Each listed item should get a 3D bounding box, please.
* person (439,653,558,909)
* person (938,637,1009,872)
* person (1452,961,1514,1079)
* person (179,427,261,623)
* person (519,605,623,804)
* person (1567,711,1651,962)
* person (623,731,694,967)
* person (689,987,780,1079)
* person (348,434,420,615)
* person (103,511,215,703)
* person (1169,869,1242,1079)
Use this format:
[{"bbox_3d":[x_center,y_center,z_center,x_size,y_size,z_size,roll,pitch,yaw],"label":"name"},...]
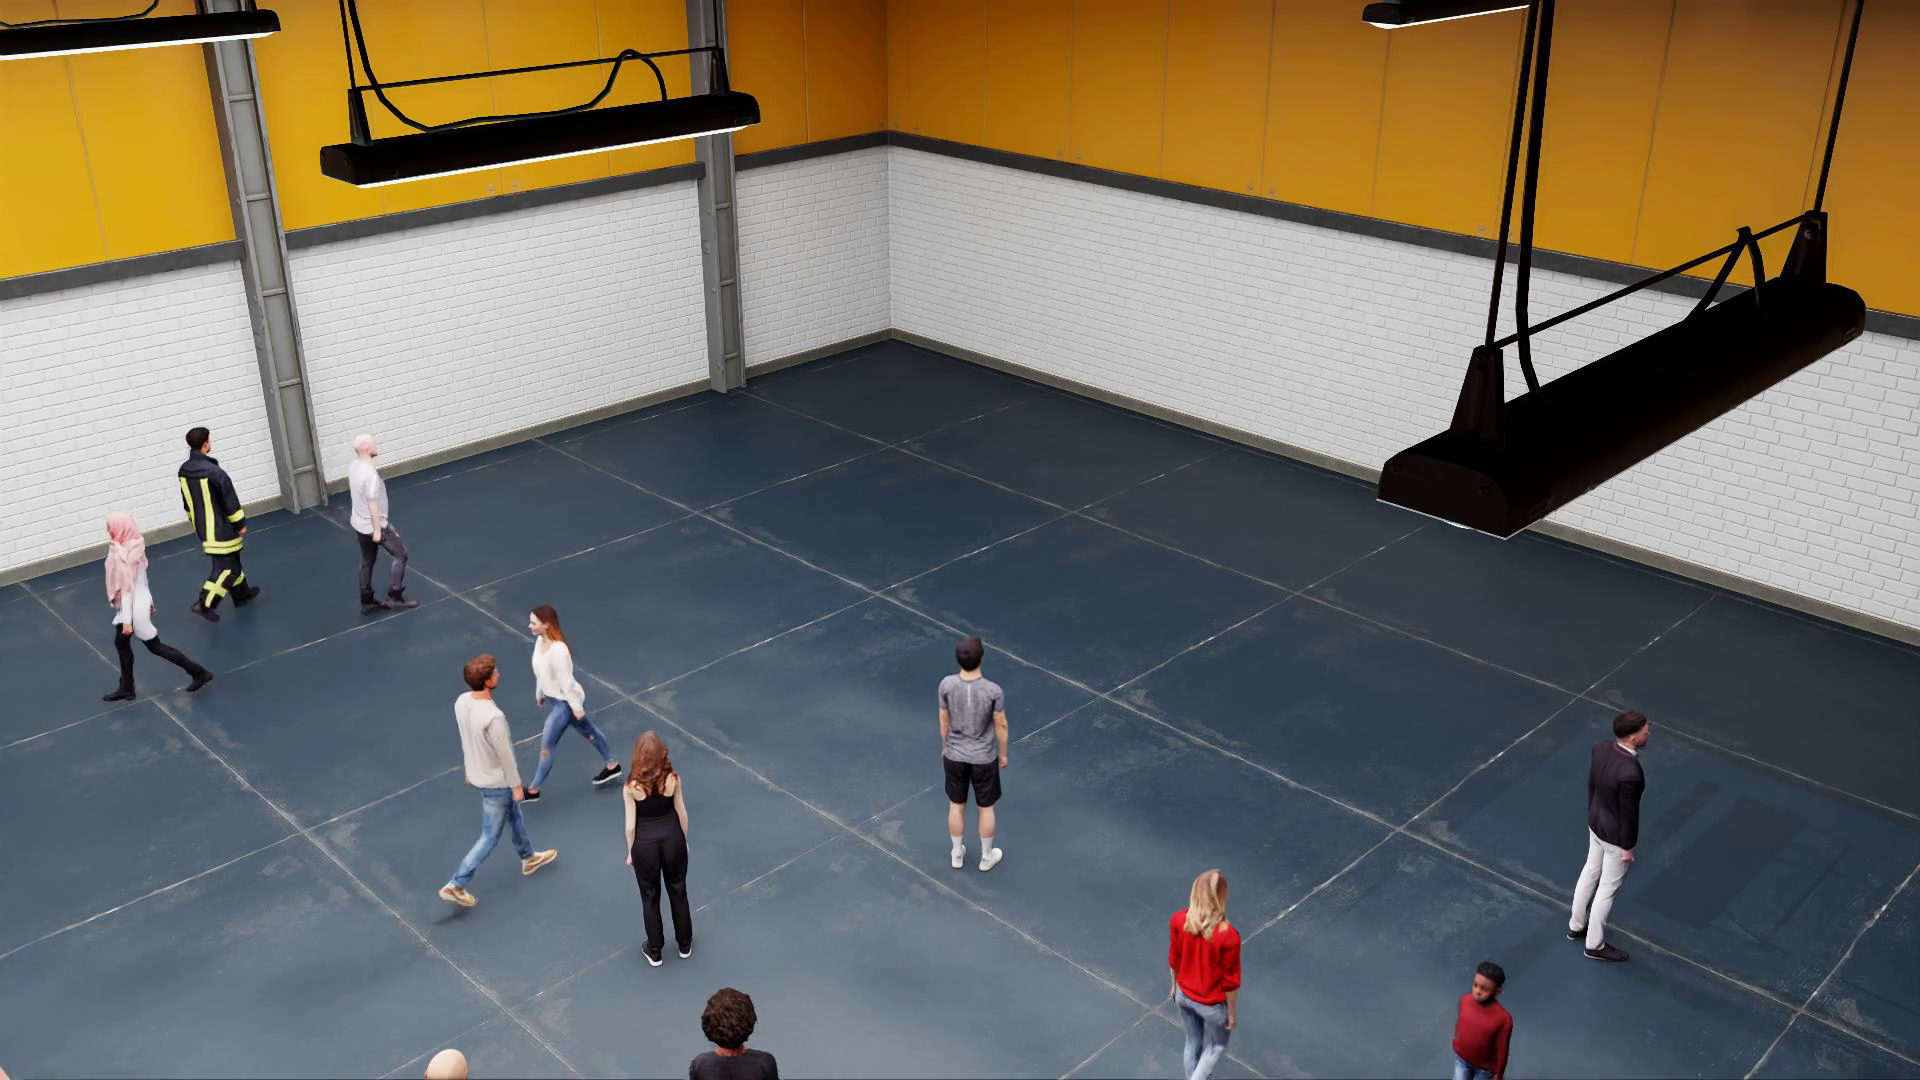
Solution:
[{"bbox_3d":[-3.356,1.715,11.689,1.183,1.869,0.658,-21,31,-40],"label":"person"},{"bbox_3d":[0.079,1.551,12.062,0.742,1.871,0.739,6,24,13],"label":"person"},{"bbox_3d":[3.032,2.964,9.611,0.713,1.246,0.516,-20,31,-38],"label":"person"},{"bbox_3d":[-7.135,-0.126,15.859,0.962,1.903,1.195,12,26,26],"label":"person"},{"bbox_3d":[-3.016,1.269,13.009,1.223,1.629,0.872,-12,26,-26],"label":"person"},{"bbox_3d":[4.362,1.957,11.166,0.767,1.845,0.741,-3,24,-8],"label":"person"},{"bbox_3d":[-2.010,2.046,11.085,0.589,1.746,0.708,-9,25,-20],"label":"person"},{"bbox_3d":[-1.143,3.132,8.578,0.991,1.765,1.008,-3,24,-7],"label":"person"},{"bbox_3d":[-5.733,-0.122,15.960,0.736,1.814,0.680,-20,30,-38],"label":"person"},{"bbox_3d":[-7.007,0.606,14.359,1.249,1.764,1.027,-6,24,-14],"label":"person"},{"bbox_3d":[1.375,2.699,9.651,0.704,1.698,0.769,15,28,31],"label":"person"}]
